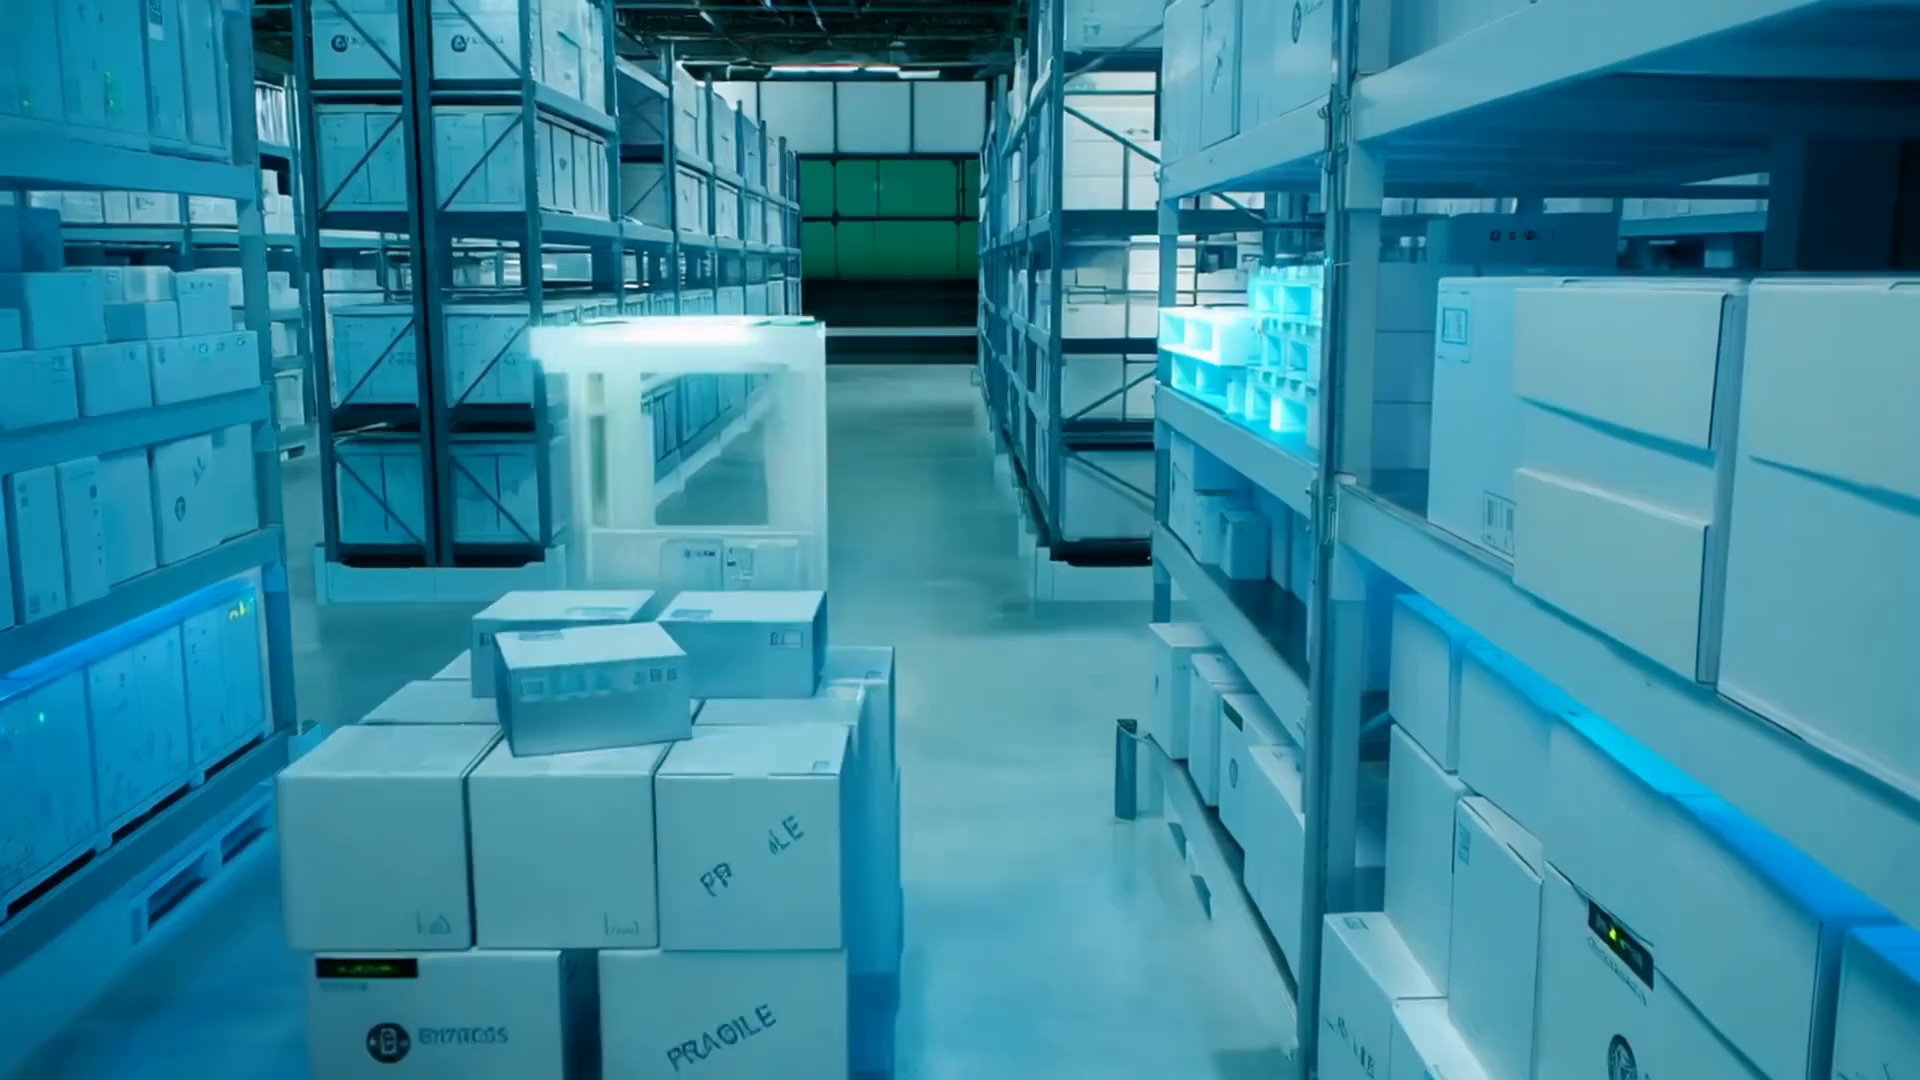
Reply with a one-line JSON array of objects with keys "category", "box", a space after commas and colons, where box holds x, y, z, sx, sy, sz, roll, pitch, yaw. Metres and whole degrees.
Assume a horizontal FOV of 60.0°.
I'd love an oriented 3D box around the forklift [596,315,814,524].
[{"category": "forklift", "box": [-1.121, 0.370, 7.590, 1.129, 2.768, 1.873, 0, 9, -1]}]
